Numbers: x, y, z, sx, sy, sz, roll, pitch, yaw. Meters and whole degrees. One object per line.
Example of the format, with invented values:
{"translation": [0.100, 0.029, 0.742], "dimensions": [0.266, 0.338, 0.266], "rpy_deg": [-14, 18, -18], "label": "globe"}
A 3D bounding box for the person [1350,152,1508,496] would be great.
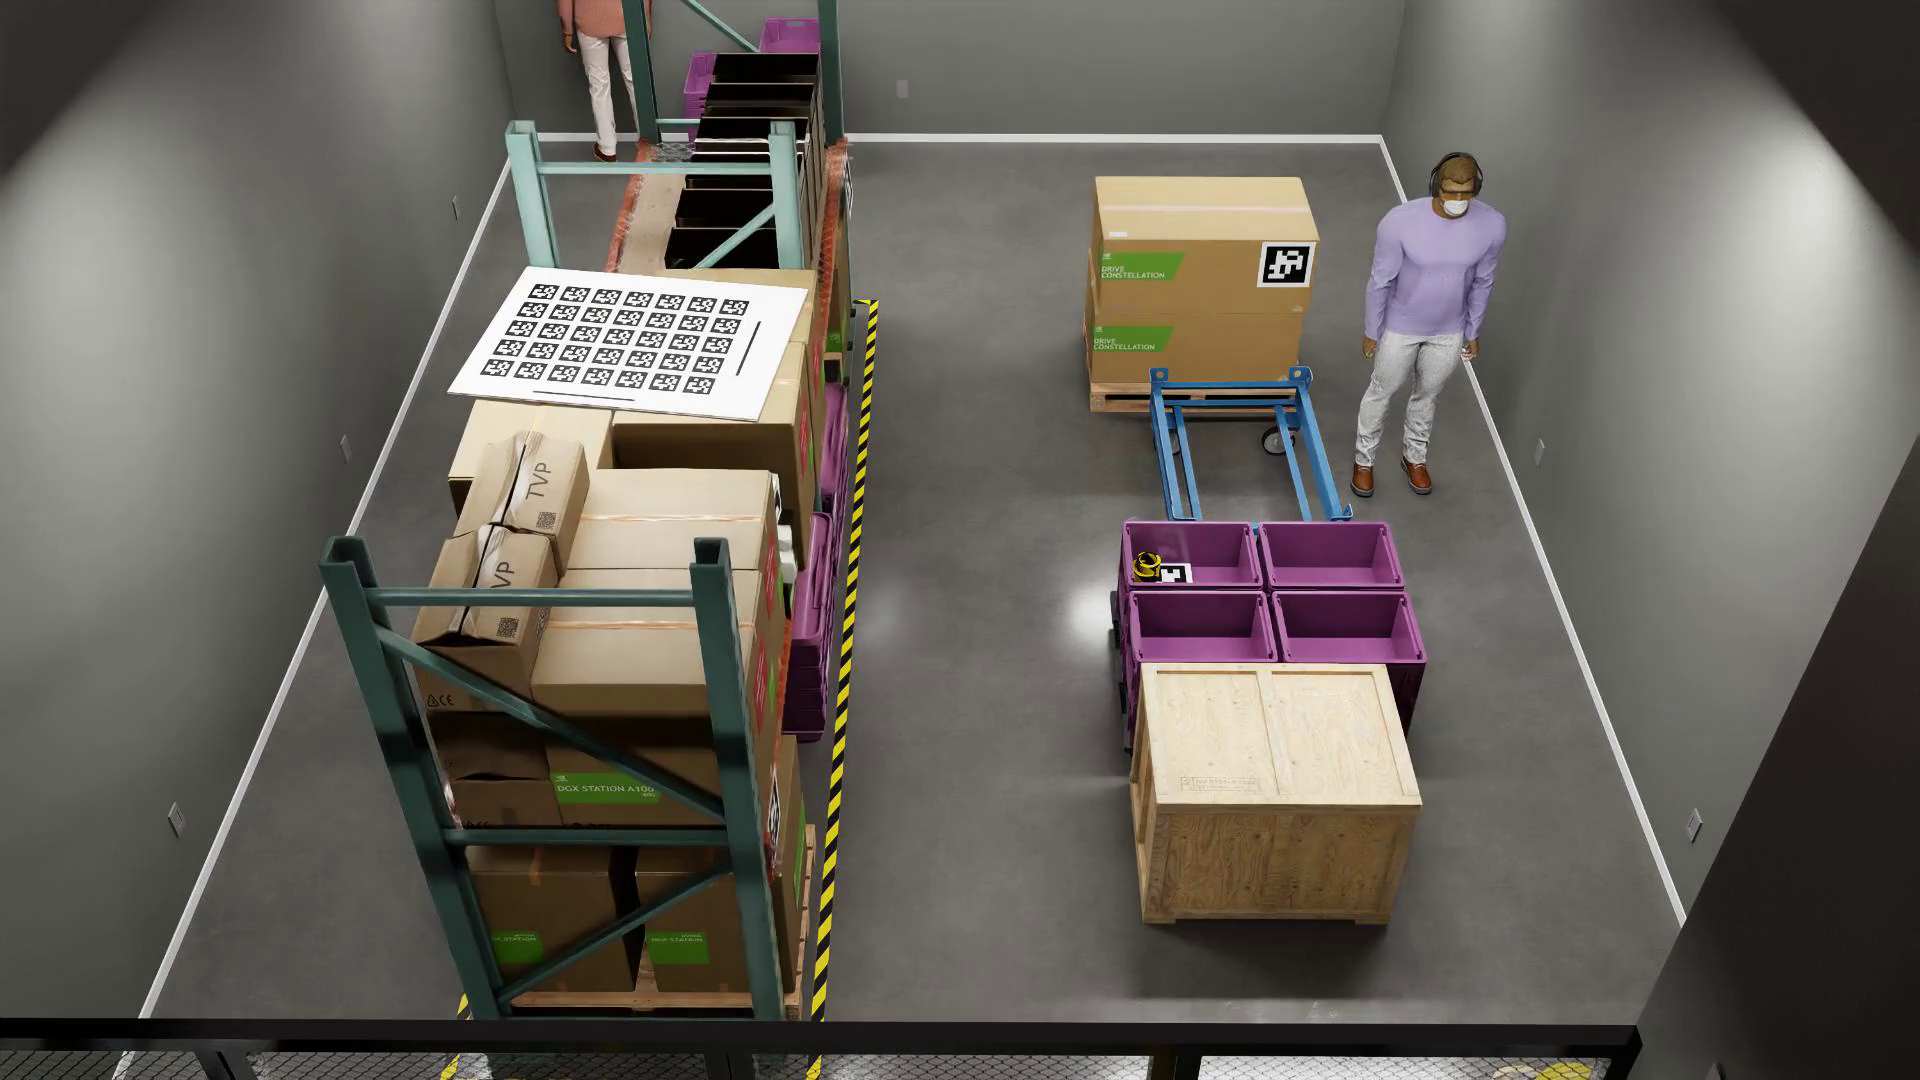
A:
{"translation": [2.320, -1.063, 8.326], "dimensions": [0.630, 1.940, 0.372], "rpy_deg": [-2, 41, -2], "label": "person"}

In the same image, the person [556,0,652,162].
{"translation": [-2.339, -3.432, 10.985], "dimensions": [0.625, 1.992, 0.386], "rpy_deg": [-16, 44, -18], "label": "person"}

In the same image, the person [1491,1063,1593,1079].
{"translation": [1.600, 2.071, 4.831], "dimensions": [0.404, 1.833, 0.590], "rpy_deg": [5, 41, 5], "label": "person"}
